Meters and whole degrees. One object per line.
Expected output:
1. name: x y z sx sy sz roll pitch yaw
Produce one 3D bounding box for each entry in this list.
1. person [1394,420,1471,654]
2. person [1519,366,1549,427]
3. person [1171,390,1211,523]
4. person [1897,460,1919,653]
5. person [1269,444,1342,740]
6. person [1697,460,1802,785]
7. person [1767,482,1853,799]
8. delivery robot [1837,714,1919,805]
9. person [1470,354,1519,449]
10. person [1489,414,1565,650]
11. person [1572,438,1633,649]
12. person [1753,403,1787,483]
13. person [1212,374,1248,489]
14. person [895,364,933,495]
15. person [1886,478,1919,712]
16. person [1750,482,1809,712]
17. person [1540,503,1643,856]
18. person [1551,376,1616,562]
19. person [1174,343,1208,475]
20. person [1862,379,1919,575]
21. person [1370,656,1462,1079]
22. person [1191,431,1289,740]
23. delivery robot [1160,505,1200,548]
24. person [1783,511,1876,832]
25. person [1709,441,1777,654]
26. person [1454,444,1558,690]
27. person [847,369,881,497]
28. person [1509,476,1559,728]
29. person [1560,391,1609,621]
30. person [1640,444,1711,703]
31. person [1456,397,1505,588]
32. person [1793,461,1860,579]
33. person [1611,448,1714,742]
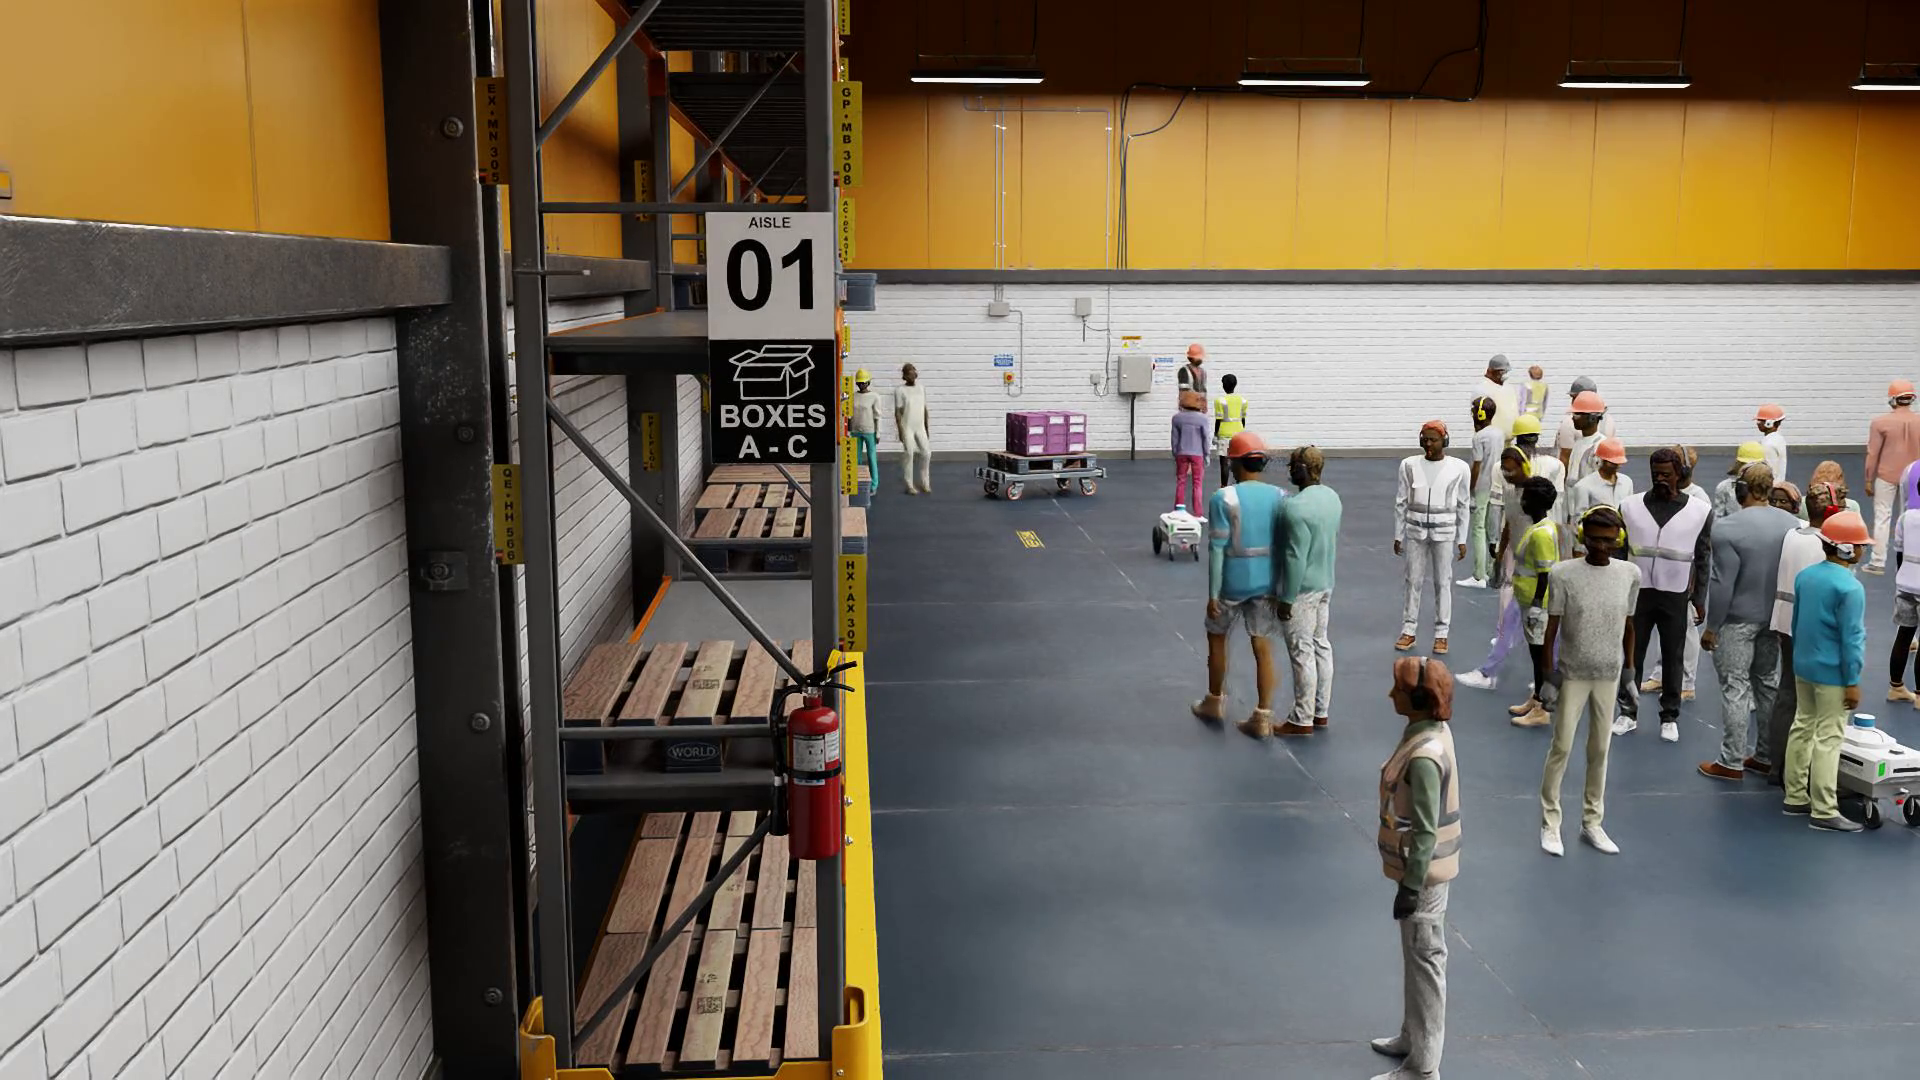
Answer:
1. person: 3.785 -0.027 13.377 0.585 1.882 0.337 5 10 26
2. person: 8.983 -1.920 26.153 0.555 1.606 0.732 -2 9 -14
3. person: 2.827 -1.016 20.370 0.500 1.633 0.280 5 10 27
4. person: 7.711 0.035 13.147 0.429 1.837 0.626 -3 9 -16
5. person: 2.269 0.336 10.924 0.357 1.938 0.638 7 11 36
6. person: 4.709 0.493 9.942 0.630 1.938 0.366 -3 10 -18
7. person: 4.955 0.578 9.698 0.390 1.846 0.565 -2 9 -11
8. delivery robot: 5.084 1.226 9.378 0.477 0.478 0.707 -2 9 -11
9. person: 6.838 -1.345 21.161 0.688 2.000 0.539 -6 11 -35
10. person: 4.558 -0.055 13.454 0.586 1.918 0.395 0 9 3
11. person: 5.214 0.035 13.453 0.574 1.737 0.354 -4 10 -21
12. person: 8.107 -0.498 16.739 0.339 1.752 0.564 6 11 31
13. person: 3.686 -1.425 22.753 0.532 1.693 0.319 -5 10 -27
14. person: -0.599 -1.509 22.877 0.548 1.824 0.575 -5 11 -31
15. person: 6.733 0.350 11.593 0.315 1.696 0.541 -1 9 -8
16. person: 5.574 0.416 11.357 0.522 1.640 0.306 7 11 38
17. person: 3.301 0.731 8.696 0.516 1.860 0.333 0 9 -2
18. person: 6.143 -0.618 16.597 0.679 2.000 0.537 -5 10 -30
19. person: 3.510 -1.968 25.155 0.700 2.021 0.504 -8 12 -42
20. person: 9.501 -0.633 16.861 0.616 1.987 0.405 1 9 8
21. person: 1.707 1.235 6.212 0.311 1.642 0.512 3 9 17
22. person: 1.842 0.276 11.072 0.631 2.006 0.895 -3 10 -20
23. delivery robot: 2.372 -0.139 17.943 0.477 0.478 0.707 0 9 -2
24. person: 4.796 0.709 9.157 0.338 1.752 0.564 0 9 -2
25. person: 6.244 0.072 13.236 0.485 1.733 0.327 4 10 24
26. person: 4.051 0.213 12.085 0.930 1.811 0.529 -1 9 -4
27. person: -1.327 -1.469 22.837 0.524 1.761 0.338 4 10 21
28. person: 3.875 0.414 11.195 0.317 1.695 0.540 3 9 17
29. person: 5.360 -0.255 14.307 0.377 2.045 0.605 0 9 2
30. person: 5.100 0.236 11.844 0.326 1.843 0.517 -2 9 -12
31. person: 5.091 -0.461 16.183 0.511 1.862 0.327 -8 12 -41
32. person: 6.558 0.211 12.662 0.497 1.634 0.279 7 11 37
33. person: 4.579 0.350 10.903 0.598 1.917 0.375 5 10 30
